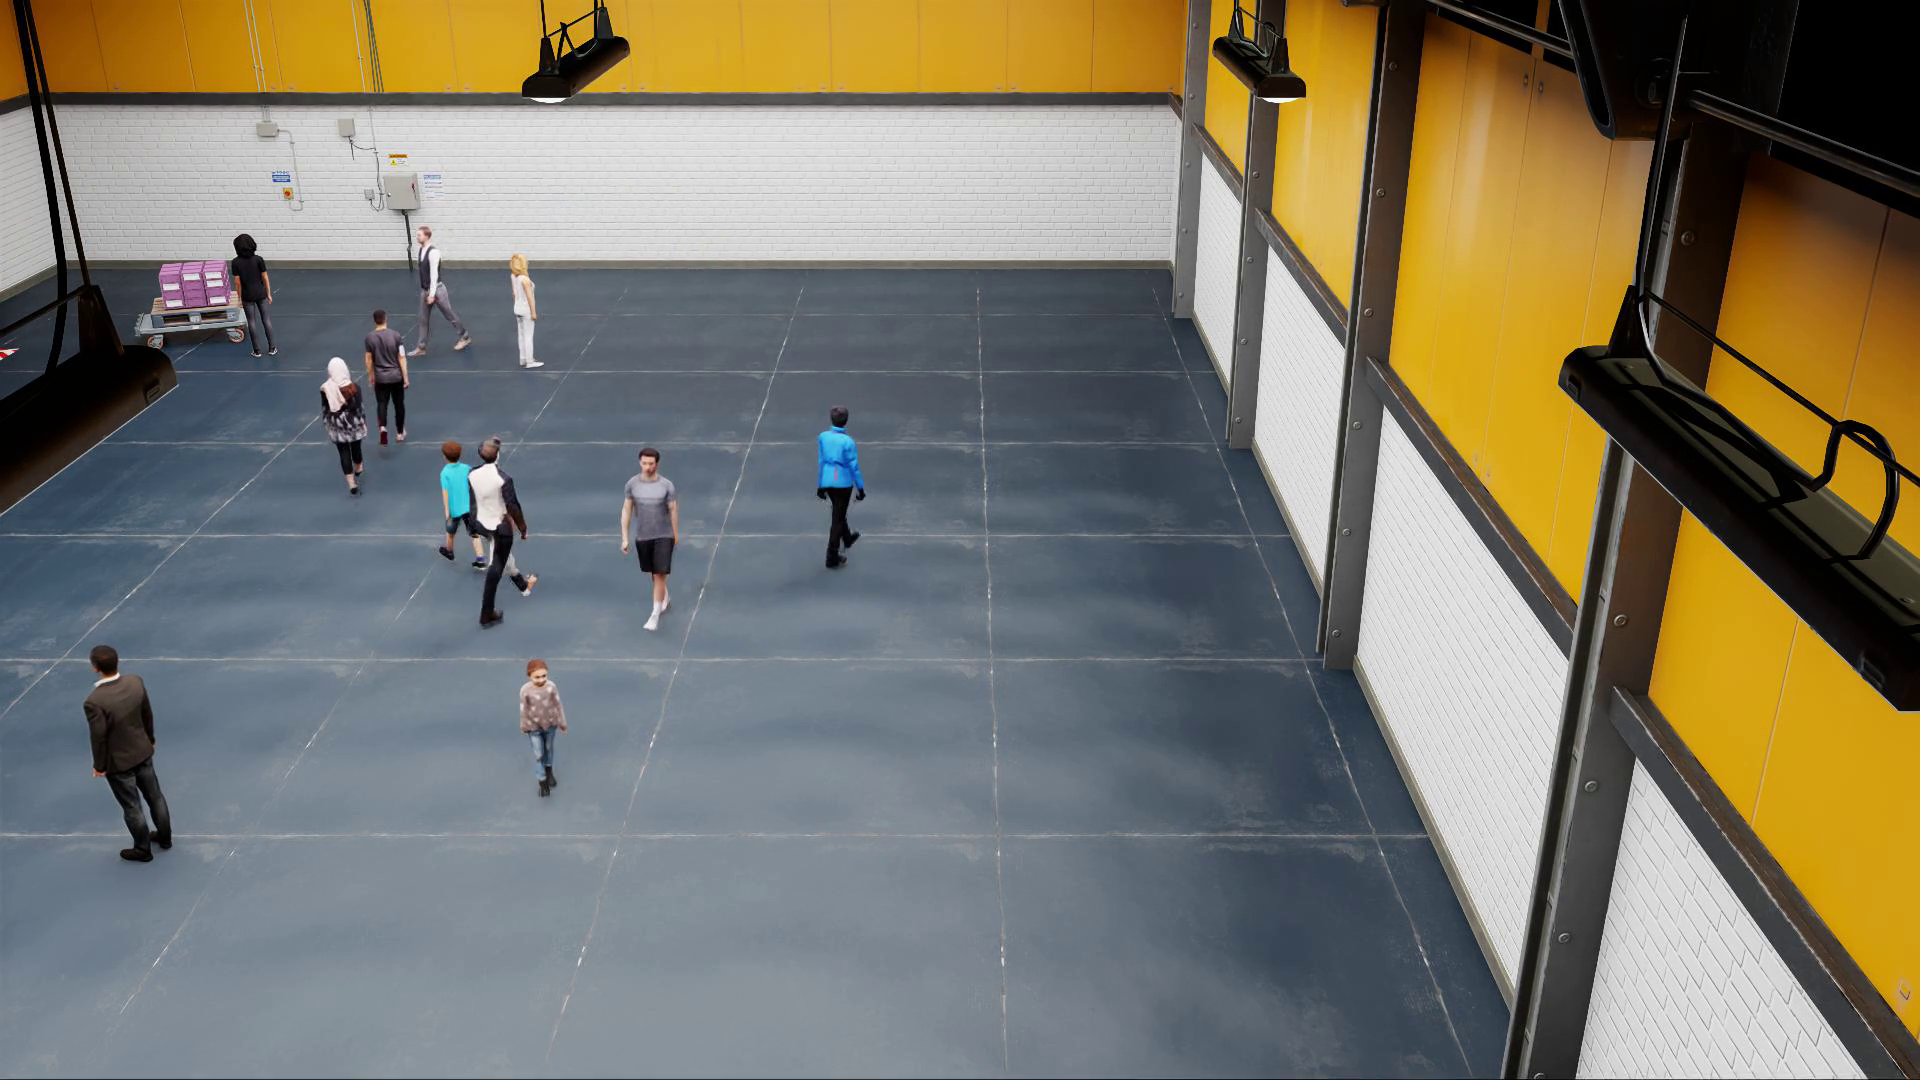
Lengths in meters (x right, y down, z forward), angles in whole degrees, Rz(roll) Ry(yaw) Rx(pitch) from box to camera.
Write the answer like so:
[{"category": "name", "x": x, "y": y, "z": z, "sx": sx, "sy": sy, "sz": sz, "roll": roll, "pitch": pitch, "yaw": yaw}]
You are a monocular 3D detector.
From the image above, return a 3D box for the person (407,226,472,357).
[{"category": "person", "x": -7.722, "y": -3.699, "z": 24.699, "sx": 1.180, "sy": 1.897, "sz": 1.299, "roll": 19, "pitch": 30, "yaw": 37}]

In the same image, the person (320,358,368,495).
[{"category": "person", "x": -7.258, "y": -1.311, "z": 19.626, "sx": 0.858, "sy": 1.585, "sz": 1.162, "roll": -7, "pitch": 25, "yaw": -16}]

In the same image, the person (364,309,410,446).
[{"category": "person", "x": -7.257, "y": -2.026, "z": 21.052, "sx": 0.742, "sy": 1.752, "sz": 0.995, "roll": -4, "pitch": 24, "yaw": -8}]

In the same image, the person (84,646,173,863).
[{"category": "person", "x": -6.342, "y": 1.614, "z": 12.667, "sx": 0.807, "sy": 1.800, "sz": 0.642, "roll": 10, "pitch": 26, "yaw": 23}]

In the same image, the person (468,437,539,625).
[{"category": "person", "x": -4.632, "y": -0.058, "z": 16.440, "sx": 1.078, "sy": 1.841, "sz": 1.315, "roll": 12, "pitch": 26, "yaw": 25}]

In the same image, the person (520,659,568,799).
[{"category": "person", "x": -3.455, "y": 1.493, "z": 13.717, "sx": 0.659, "sy": 1.180, "sz": 0.775, "roll": -10, "pitch": 25, "yaw": -21}]

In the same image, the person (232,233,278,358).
[{"category": "person", "x": -10.457, "y": -3.633, "z": 24.625, "sx": 0.706, "sy": 1.836, "sz": 0.692, "roll": -12, "pitch": 26, "yaw": -25}]

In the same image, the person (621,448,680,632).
[{"category": "person", "x": -3.010, "y": -0.069, "z": 16.486, "sx": 0.778, "sy": 1.824, "sz": 1.246, "roll": 3, "pitch": 24, "yaw": 8}]

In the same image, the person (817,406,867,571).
[{"category": "person", "x": -1.355, "y": -0.533, "z": 17.619, "sx": 0.980, "sy": 1.767, "sz": 1.124, "roll": 15, "pitch": 28, "yaw": 30}]

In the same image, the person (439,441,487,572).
[{"category": "person", "x": -5.259, "y": -0.329, "z": 17.594, "sx": 0.992, "sy": 1.413, "sz": 0.950, "roll": 21, "pitch": 31, "yaw": 39}]

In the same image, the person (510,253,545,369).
[{"category": "person", "x": -6.344, "y": -3.345, "z": 24.174, "sx": 0.748, "sy": 1.670, "sz": 0.687, "roll": -22, "pitch": 32, "yaw": -40}]
